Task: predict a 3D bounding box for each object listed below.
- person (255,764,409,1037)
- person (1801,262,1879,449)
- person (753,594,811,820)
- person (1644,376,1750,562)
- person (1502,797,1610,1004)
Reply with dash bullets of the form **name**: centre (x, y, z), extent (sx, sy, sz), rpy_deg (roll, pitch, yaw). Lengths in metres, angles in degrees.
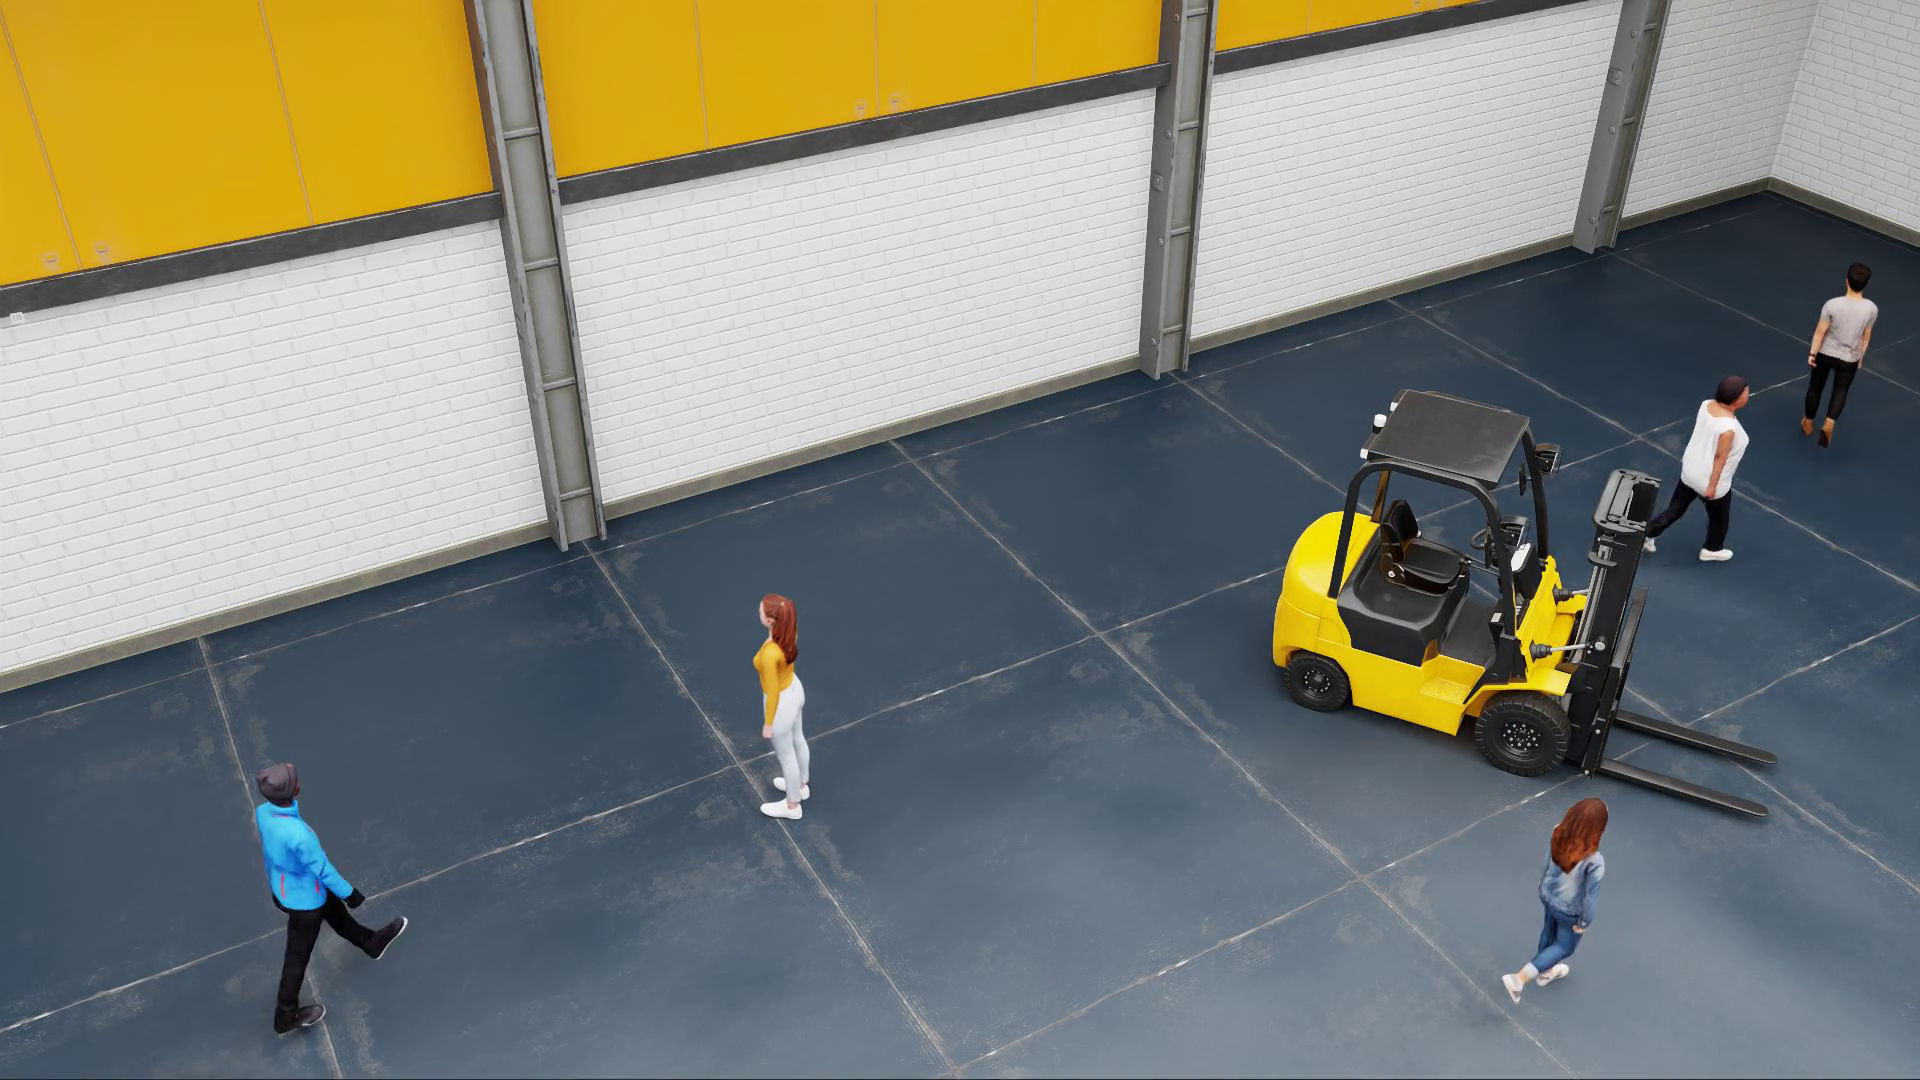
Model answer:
- **person**: centre (-3.733, 2.037, 9.239), extent (1.228, 1.745, 0.824), rpy_deg (-29, 43, -36)
- **person**: centre (7.800, -1.620, 14.775), extent (0.893, 1.706, 1.006), rpy_deg (14, 36, 20)
- **person**: centre (-1.129, 1.061, 10.702), extent (0.749, 1.751, 0.681), rpy_deg (11, 35, 16)
- **person**: centre (5.882, -0.546, 13.202), extent (1.152, 1.659, 0.946), rpy_deg (-2, 34, -3)
- **person**: centre (3.376, 2.069, 9.445), extent (0.820, 1.463, 0.608), rpy_deg (-15, 36, -21)
